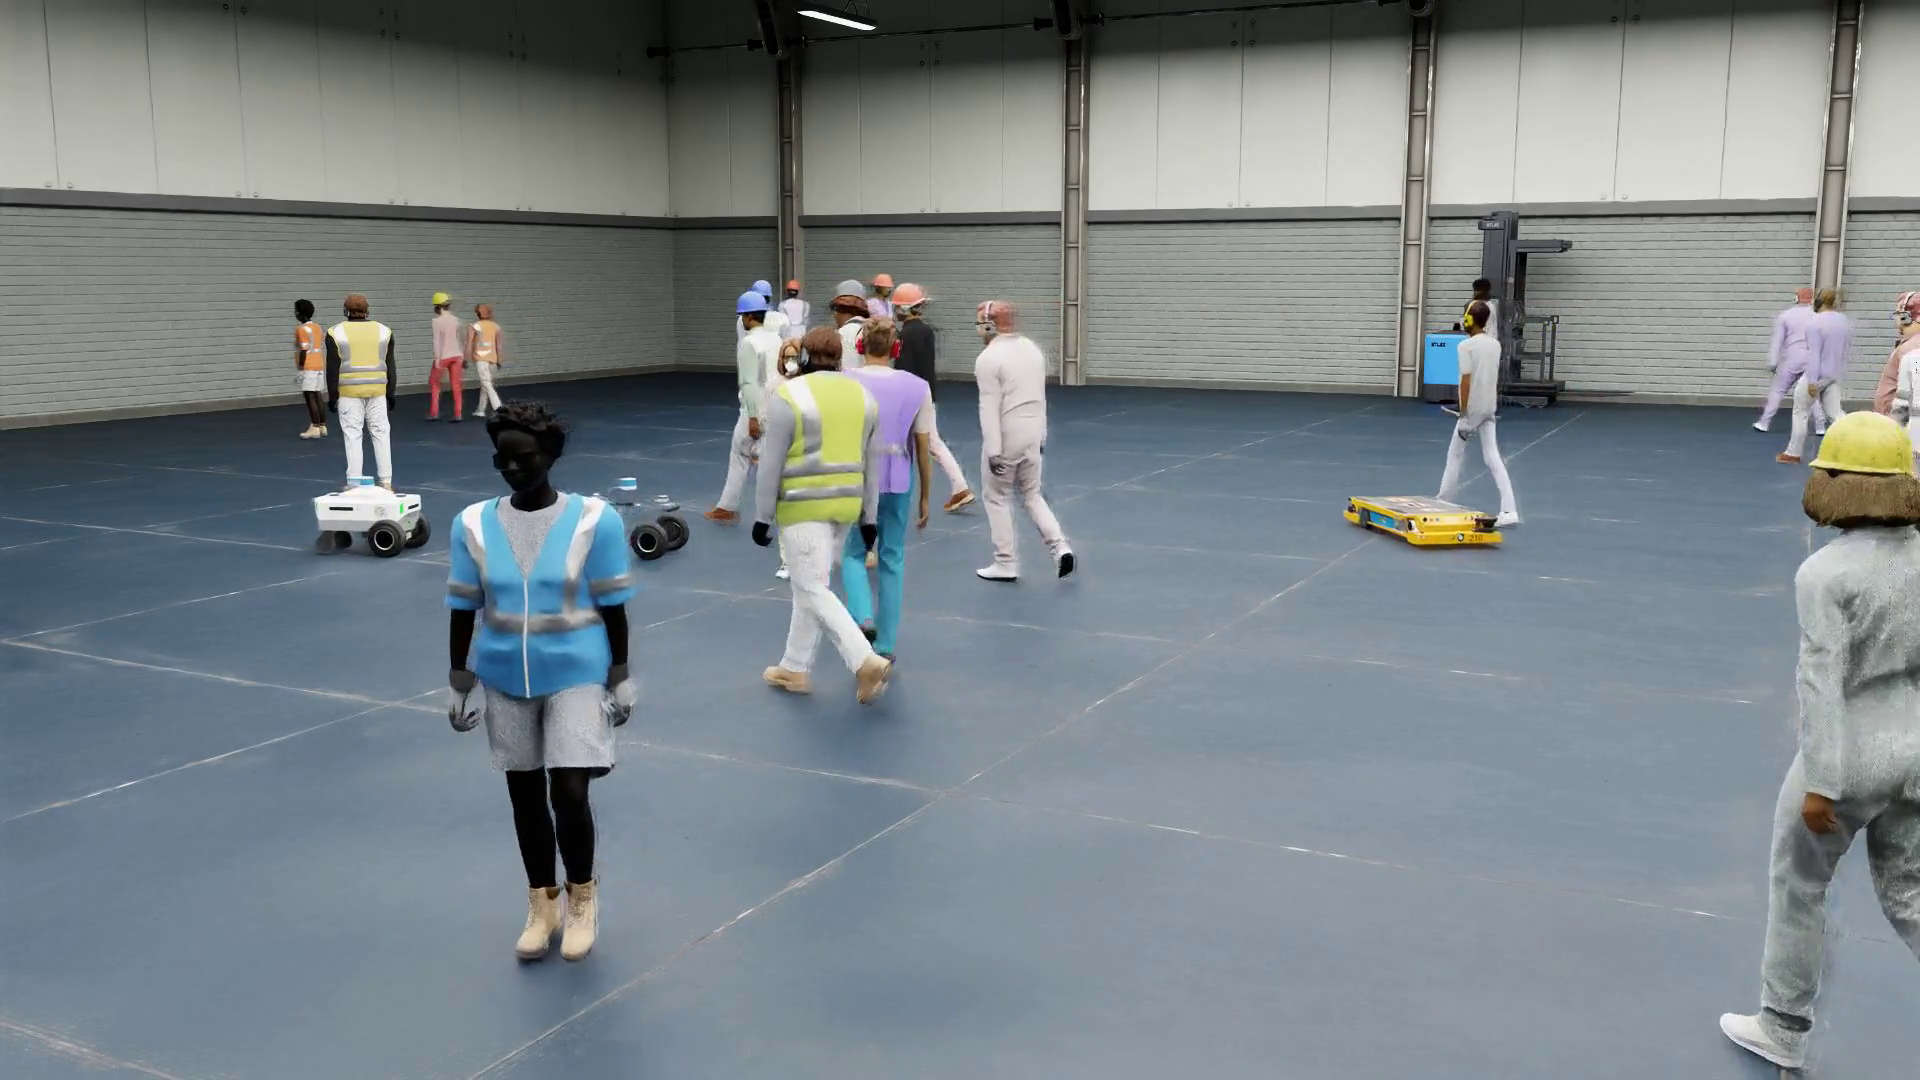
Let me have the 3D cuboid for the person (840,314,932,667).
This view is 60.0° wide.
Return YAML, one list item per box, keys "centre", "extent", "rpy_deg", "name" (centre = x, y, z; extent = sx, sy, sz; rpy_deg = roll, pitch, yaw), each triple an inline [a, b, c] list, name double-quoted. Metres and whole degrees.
- centre: [-0.426, -0.237, 8.524]
  extent: [0.586, 1.826, 0.475]
  rpy_deg: [-1, 9, -5]
  name: "person"

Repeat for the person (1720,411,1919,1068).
- centre: [2.270, 0.549, 4.036]
  extent: [0.494, 1.713, 0.781]
  rpy_deg: [-3, 10, -20]
  name: "person"

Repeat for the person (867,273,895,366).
- centre: [-1.237, -2.876, 24.267]
  extent: [0.871, 2.015, 0.615]
  rpy_deg: [5, 10, 27]
  name: "person"

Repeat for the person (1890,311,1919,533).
- centre: [5.984, -0.560, 10.228]
  extent: [0.405, 1.922, 0.578]
  rpy_deg: [-5, 10, -27]
  name: "person"

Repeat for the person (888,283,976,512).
- centre: [-0.346, -1.201, 14.124]
  extent: [1.011, 1.953, 0.612]
  rpy_deg: [5, 10, 29]
  name: "person"

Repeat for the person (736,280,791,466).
- centre: [-2.077, -1.772, 17.632]
  extent: [0.613, 1.945, 0.406]
  rpy_deg: [-4, 10, -25]
  name: "person"

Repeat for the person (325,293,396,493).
- centre: [-5.486, -1.331, 15.242]
  extent: [0.633, 1.841, 0.429]
  rpy_deg: [-7, 11, -36]
  name: "person"

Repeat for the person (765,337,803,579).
- centre: [-1.062, -0.578, 11.329]
  extent: [0.503, 1.611, 0.687]
  rpy_deg: [2, 10, 15]
  name: "person"

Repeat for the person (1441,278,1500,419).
- centre: [7.158, -2.655, 23.105]
  extent: [0.818, 1.930, 0.632]
  rpy_deg: [3, 10, 16]
  name: "person"

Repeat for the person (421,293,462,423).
- centre: [-7.033, -2.462, 22.512]
  extent: [0.671, 1.746, 0.526]
  rpy_deg: [5, 10, 28]
  name: "person"

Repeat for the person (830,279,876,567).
- centre: [-0.770, -0.831, 11.672]
  extent: [0.542, 2.000, 0.711]
  rpy_deg: [1, 9, 8]
  name: "person"

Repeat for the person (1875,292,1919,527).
- centre: [6.488, -0.742, 11.416]
  extent: [0.401, 1.904, 0.646]
  rpy_deg: [8, 12, 41]
  name: "person"

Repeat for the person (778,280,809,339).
- centre: [-2.786, -3.381, 27.765]
  extent: [0.545, 1.877, 0.999]
  rpy_deg: [-3, 10, -16]
  name: "person"

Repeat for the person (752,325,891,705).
- centre: [-0.630, -0.118, 7.921]
  extent: [0.863, 1.795, 0.643]
  rpy_deg: [8, 12, 42]
  name: "person"

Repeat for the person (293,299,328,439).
- centre: [-7.990, -2.099, 20.413]
  extent: [0.316, 1.700, 0.583]
  rpy_deg: [0, 9, 0]
  name: "person"

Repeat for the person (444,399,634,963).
- centre: [-1.245, 0.428, 4.874]
  extent: [0.547, 1.678, 0.437]
  rpy_deg: [1, 9, 6]
  name: "person"

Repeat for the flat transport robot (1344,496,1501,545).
- centre: [3.604, -0.173, 13.061]
  extent: [0.652, 0.197, 1.431]
  rpy_deg: [-2, 9, -10]
  name: "flat transport robot"

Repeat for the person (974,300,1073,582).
- centre: [0.410, -0.643, 10.959]
  extent: [0.676, 1.857, 0.660]
  rpy_deg: [8, 12, 41]
  name: "person"

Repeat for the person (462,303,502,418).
- centre: [-6.550, -2.469, 22.992]
  extent: [0.826, 1.603, 0.522]
  rpy_deg: [6, 11, 34]
  name: "person"

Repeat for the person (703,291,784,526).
- centre: [-1.577, -1.045, 13.359]
  extent: [1.017, 1.888, 0.624]
  rpy_deg: [5, 10, 28]
  name: "person"

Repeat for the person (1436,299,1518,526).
- centre: [4.190, -1.034, 13.492]
  extent: [0.565, 1.821, 0.976]
  rpy_deg: [-6, 11, -31]
  name: "person"

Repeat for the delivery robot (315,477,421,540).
- centre: [-4.340, -0.221, 12.192]
  extent: [0.707, 0.478, 0.477]
  rpy_deg: [1, 9, 7]
  name: "delivery robot"

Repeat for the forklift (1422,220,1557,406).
- centre: [8.245, -3.527, 25.720]
  extent: [1.873, 2.768, 1.129]
  rpy_deg: [5, 10, 27]
  name: "forklift"

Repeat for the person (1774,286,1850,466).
- centre: [9.068, -1.698, 17.353]
  extent: [0.643, 1.904, 0.971]
  rpy_deg: [-5, 10, -27]
  name: "person"

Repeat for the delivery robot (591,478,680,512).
- centre: [-2.403, -0.335, 12.087]
  extent: [0.698, 0.223, 0.335]
  rpy_deg: [1, 9, 11]
  name: "delivery robot"

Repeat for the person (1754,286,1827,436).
- centre: [10.543, -2.266, 20.990]
  extent: [0.802, 1.865, 0.545]
  rpy_deg: [4, 10, 21]
  name: "person"
